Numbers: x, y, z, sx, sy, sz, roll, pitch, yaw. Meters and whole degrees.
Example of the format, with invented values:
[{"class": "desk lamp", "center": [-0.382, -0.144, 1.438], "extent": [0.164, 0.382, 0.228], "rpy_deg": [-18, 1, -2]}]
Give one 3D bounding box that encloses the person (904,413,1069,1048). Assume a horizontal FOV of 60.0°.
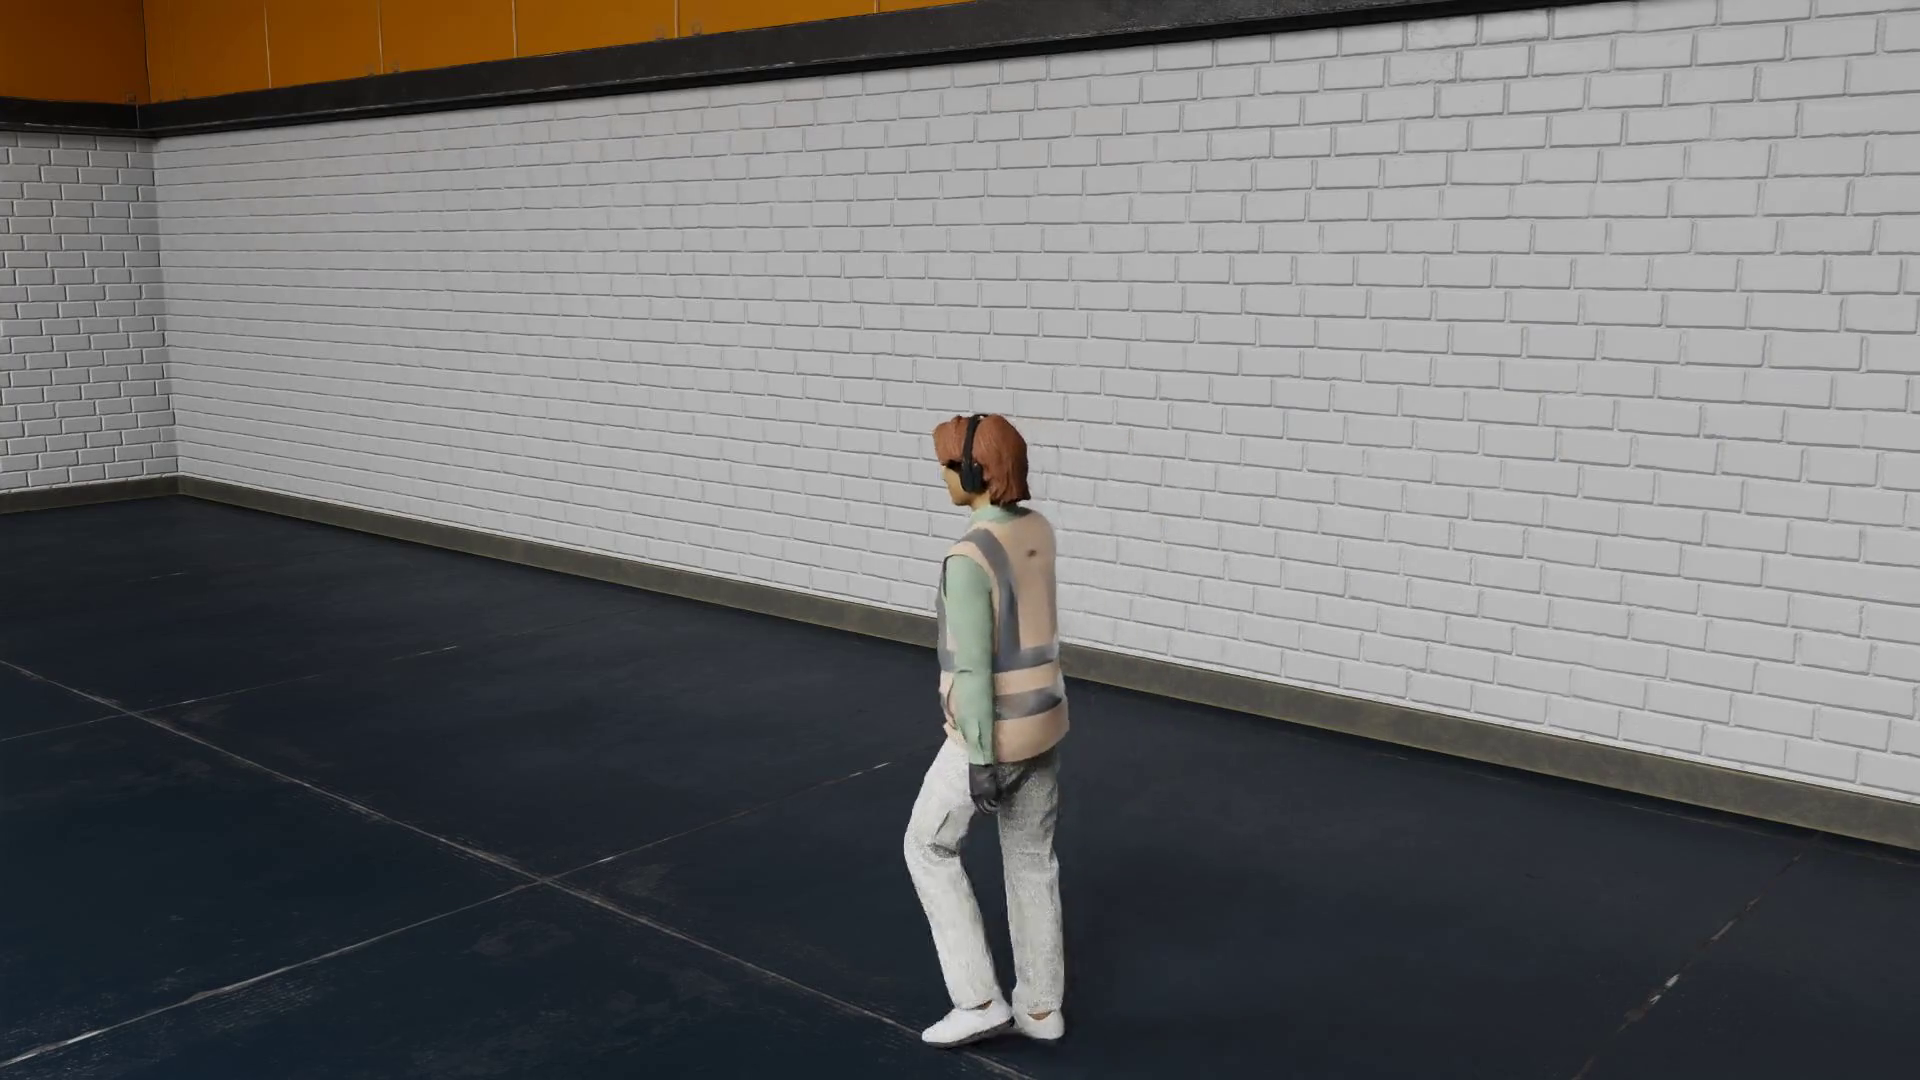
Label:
[{"class": "person", "center": [0.074, 0.494, 4.176], "extent": [0.471, 1.623, 0.513], "rpy_deg": [6, 12, 30]}]
